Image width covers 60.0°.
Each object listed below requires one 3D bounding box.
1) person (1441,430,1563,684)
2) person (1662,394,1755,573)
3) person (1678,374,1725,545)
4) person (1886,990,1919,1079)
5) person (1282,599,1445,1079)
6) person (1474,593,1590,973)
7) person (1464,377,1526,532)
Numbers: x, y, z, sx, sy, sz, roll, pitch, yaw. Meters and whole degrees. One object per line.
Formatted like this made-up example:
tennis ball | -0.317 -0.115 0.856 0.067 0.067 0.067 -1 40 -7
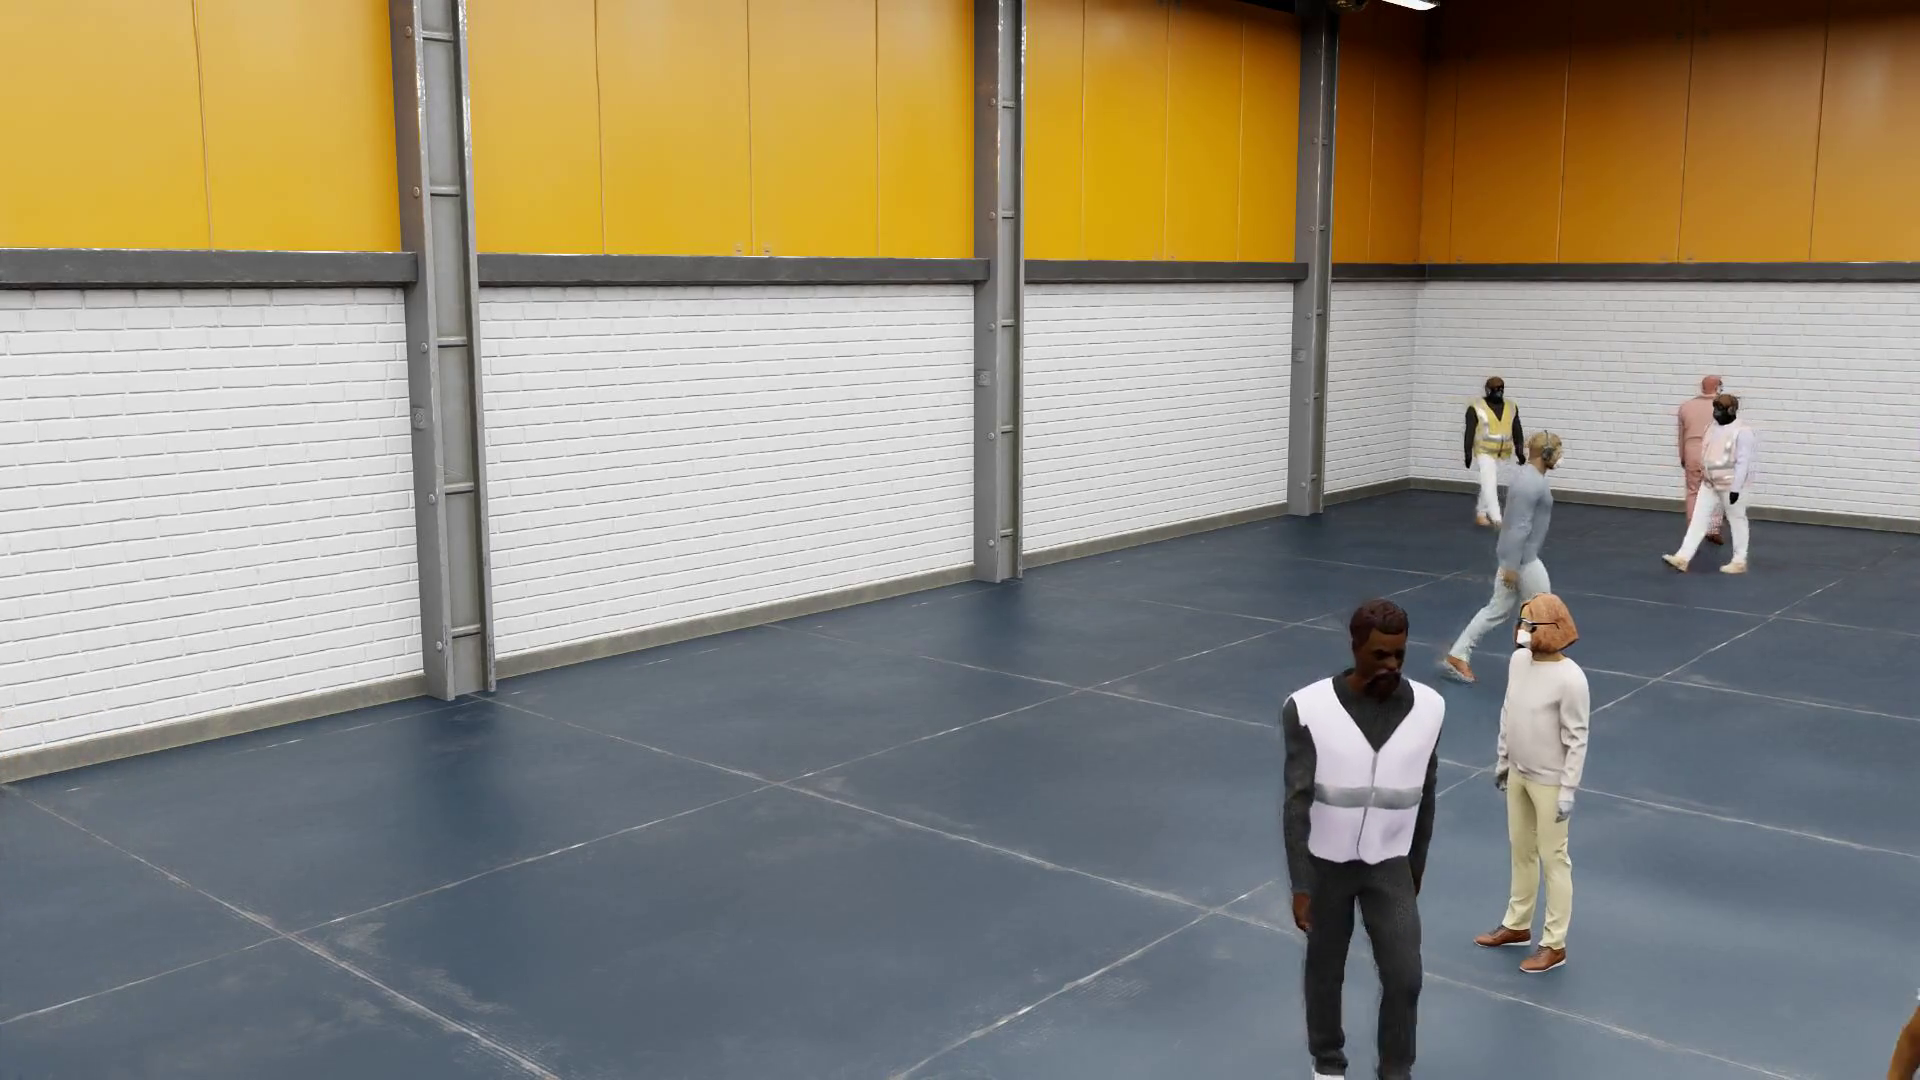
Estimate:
person | 4.003 0.138 12.025 0.979 1.888 0.636 2 9 14
person | 7.493 -0.542 16.512 0.927 1.794 0.654 -3 10 -18
person | 8.239 -0.887 18.372 0.432 1.900 0.672 -9 12 -43
person | 2.394 1.462 3.885 1.002 1.811 0.525 -2 9 -15
person | 1.384 1.140 5.675 0.585 1.886 0.771 0 9 -3
person | 2.480 1.031 7.156 0.281 1.634 0.498 -3 9 -17
person | 6.260 -1.004 19.458 0.629 1.786 0.999 -2 9 -12
